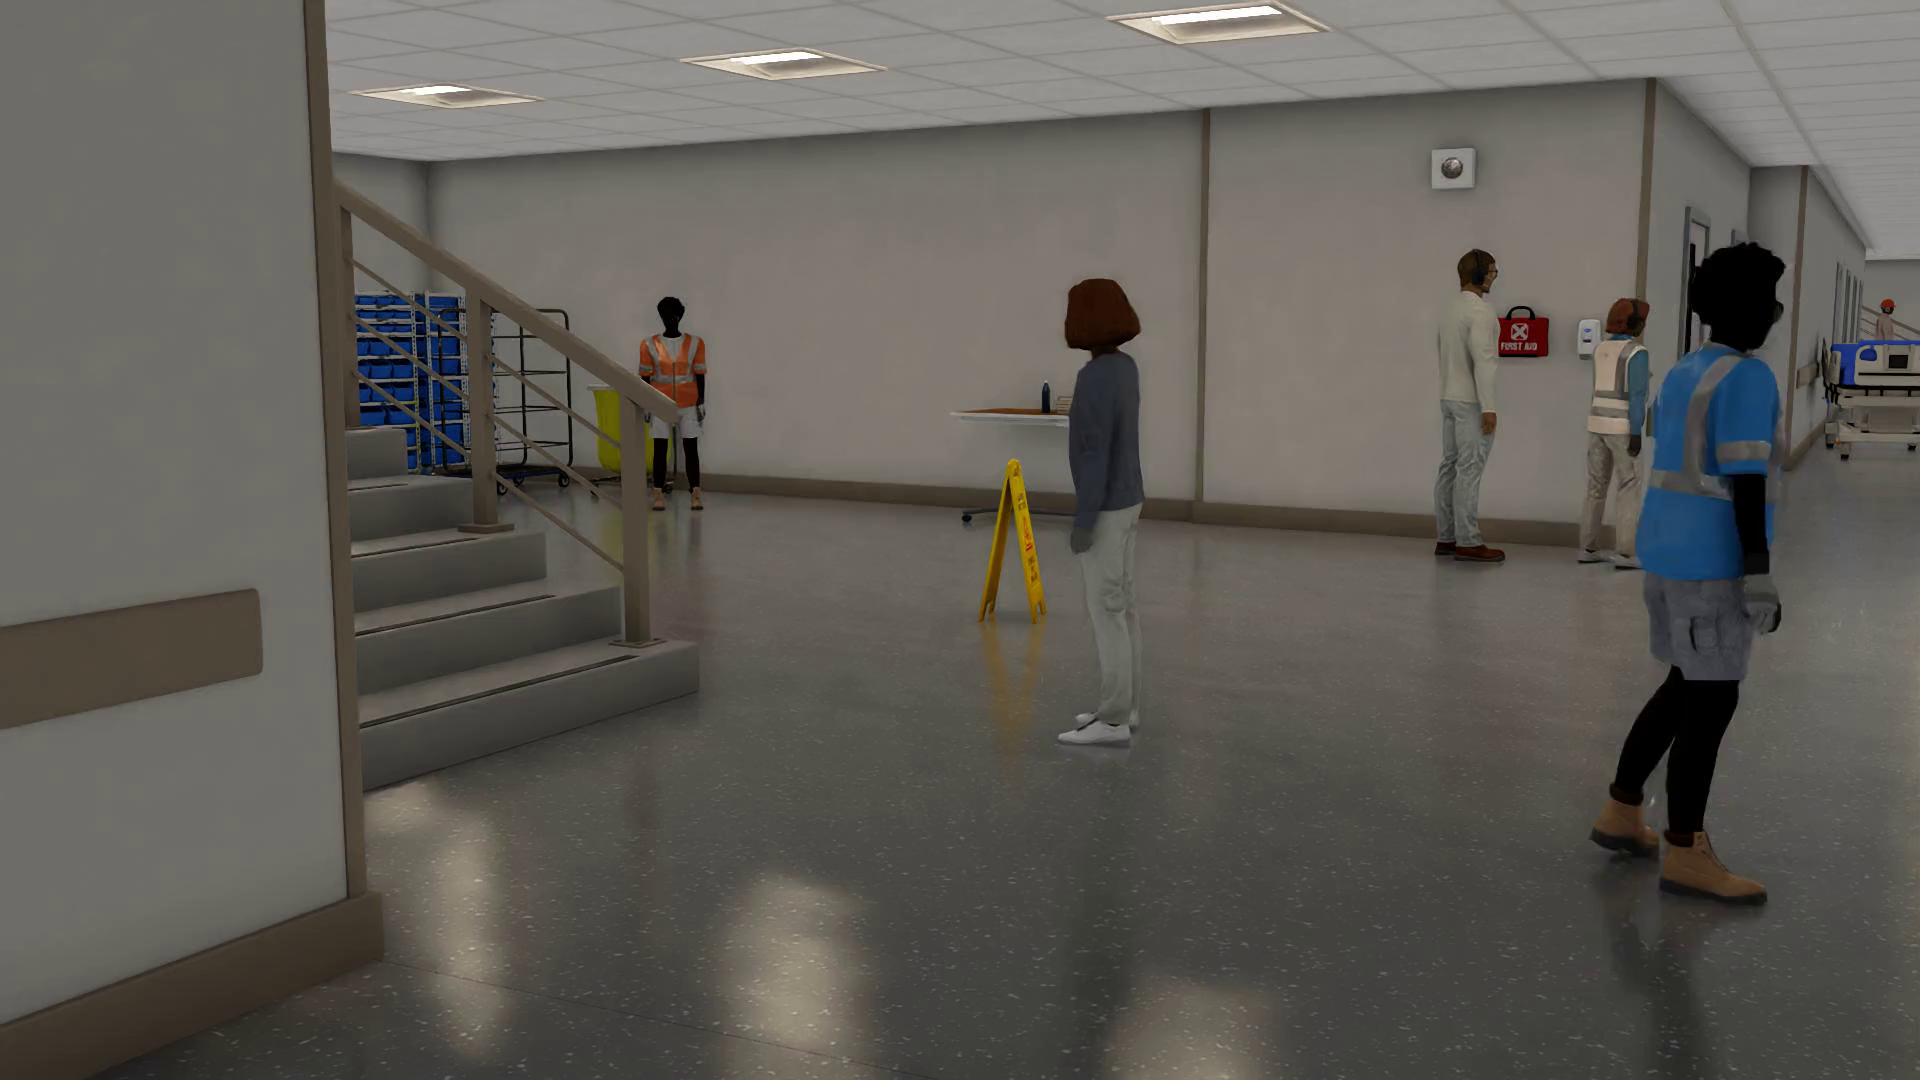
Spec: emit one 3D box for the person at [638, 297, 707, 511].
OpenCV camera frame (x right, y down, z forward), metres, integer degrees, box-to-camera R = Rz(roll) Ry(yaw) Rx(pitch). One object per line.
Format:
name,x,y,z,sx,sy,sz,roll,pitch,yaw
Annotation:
person,-2.259,-1.066,13.114,0.536,1.690,0.323,-2,8,-12

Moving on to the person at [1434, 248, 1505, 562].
person,3.180,-0.836,10.378,0.372,1.940,0.631,-1,7,-8

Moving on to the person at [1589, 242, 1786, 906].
person,1.902,0.081,4.330,0.402,1.679,0.578,1,7,6

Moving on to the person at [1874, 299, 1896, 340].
person,19.406,-4.054,34.921,0.375,1.995,0.610,1,8,10

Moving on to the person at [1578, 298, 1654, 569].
person,3.977,-0.641,10.068,0.325,1.628,0.523,-2,8,-14

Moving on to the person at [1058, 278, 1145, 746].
person,0.505,-0.095,5.843,0.270,1.631,0.506,3,8,20
